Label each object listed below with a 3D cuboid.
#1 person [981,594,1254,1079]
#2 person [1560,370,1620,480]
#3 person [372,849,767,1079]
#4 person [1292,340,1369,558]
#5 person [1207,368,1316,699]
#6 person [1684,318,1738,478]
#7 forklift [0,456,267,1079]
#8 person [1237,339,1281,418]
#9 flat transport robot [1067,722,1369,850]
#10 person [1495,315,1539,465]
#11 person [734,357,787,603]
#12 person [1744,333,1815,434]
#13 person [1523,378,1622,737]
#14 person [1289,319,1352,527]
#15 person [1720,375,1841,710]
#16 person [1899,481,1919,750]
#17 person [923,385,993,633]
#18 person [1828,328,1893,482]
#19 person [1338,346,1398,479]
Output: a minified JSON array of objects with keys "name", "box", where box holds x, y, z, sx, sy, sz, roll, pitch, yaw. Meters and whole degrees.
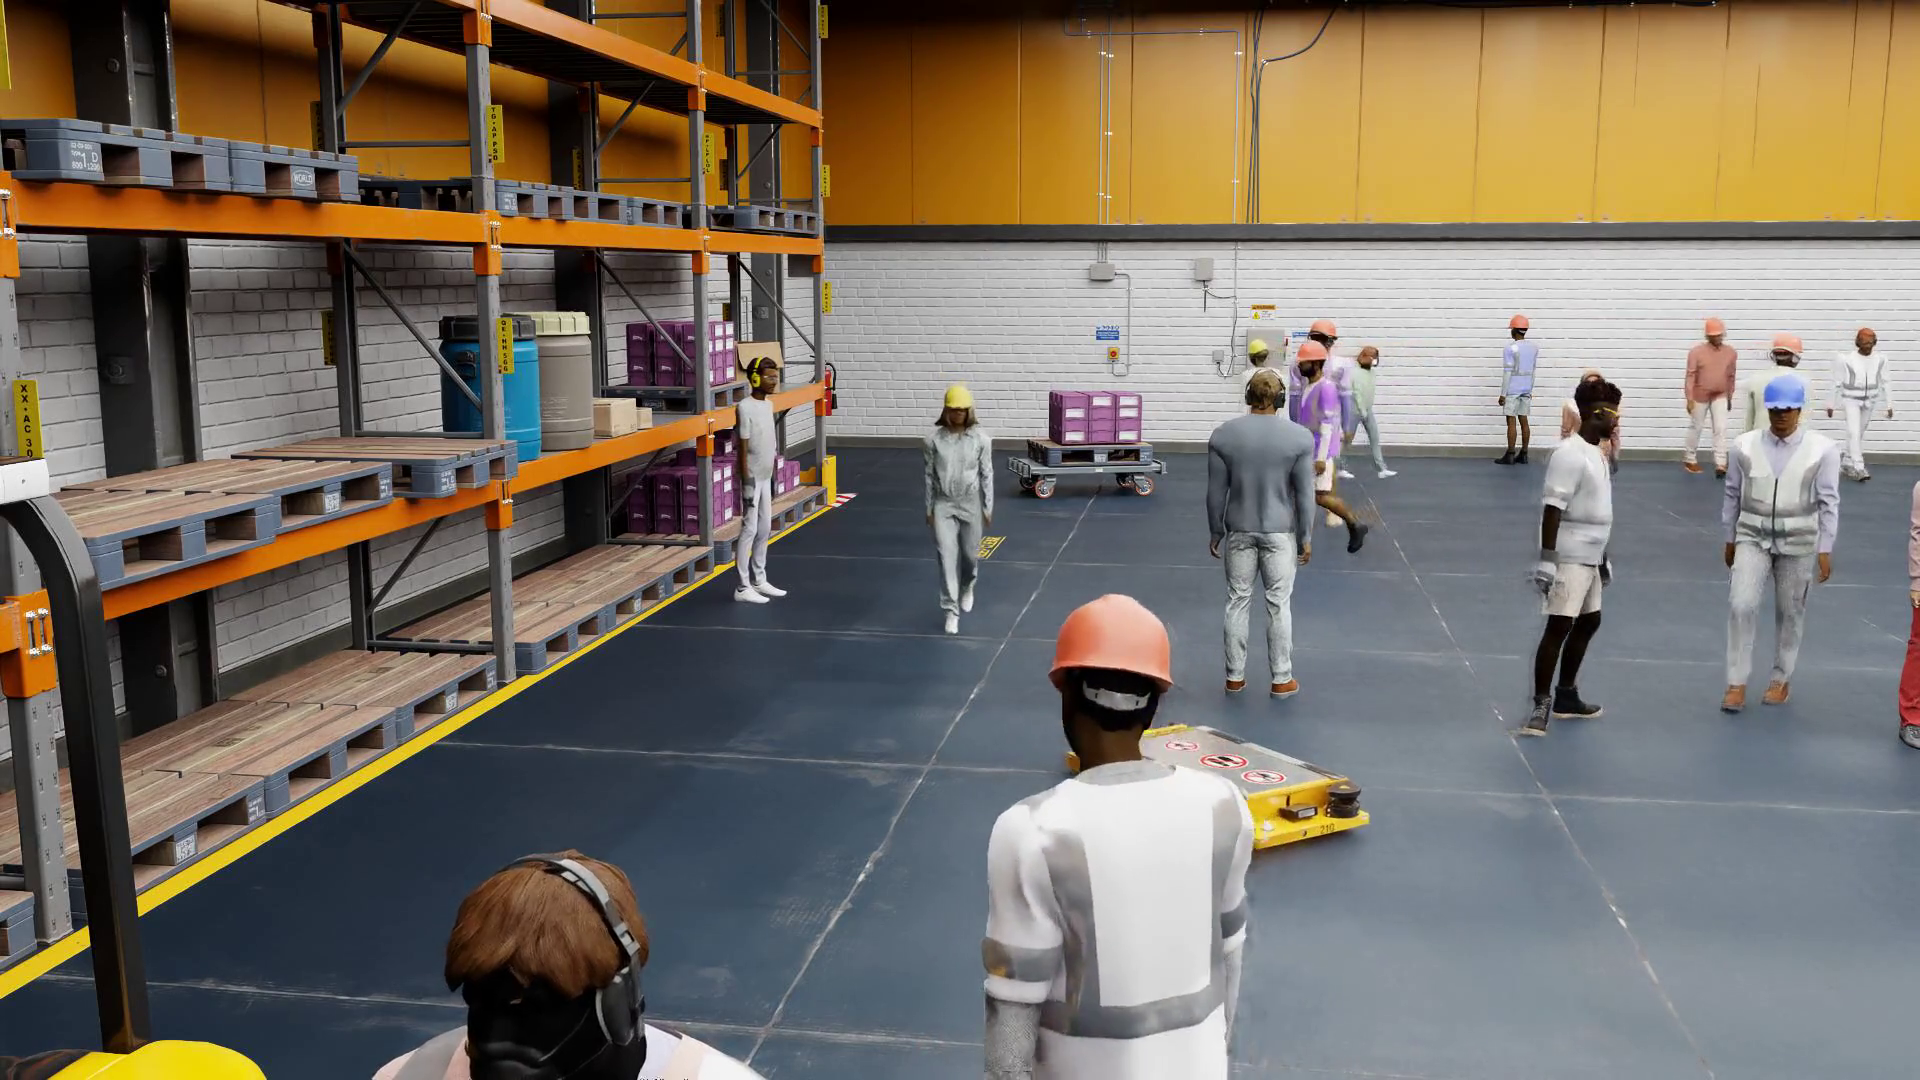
[{"name":"person","box":[0.286,1.052,3.169,0.573,1.900,0.443,-3,10,-20]},{"name":"person","box":[5.679,-0.736,15.063,0.524,1.619,0.589,1,9,3]},{"name":"person","box":[-0.466,1.267,2.046,0.627,1.843,0.429,2,9,12]},{"name":"person","box":[3.155,-0.781,14.440,0.773,1.918,0.544,-2,10,-15]},{"name":"person","box":[1.763,-0.033,9.766,0.633,1.938,0.356,3,10,20]},{"name":"person","box":[9.134,-1.729,20.230,0.658,1.922,1.040,1,9,4]},{"name":"forklift","box":[-2.328,0.975,2.765,2.313,2.155,1.214,1,9,9]},{"name":"person","box":[3.319,-1.338,18.360,0.544,1.751,0.457,-5,10,-26]},{"name":"flat transport robot","box":[1.177,1.113,7.827,0.652,0.197,1.431,-5,11,-30]},{"name":"person","box":[7.194,-1.938,21.521,0.545,1.938,0.361,-5,10,-28]},{"name":"person","box":[-1.531,-0.454,12.632,0.319,1.856,0.515,3,10,20]},{"name":"person","box":[7.161,-0.808,14.465,0.956,1.954,0.639,-6,11,-35]},{"name":"person","box":[3.340,0.093,9.089,0.360,1.930,0.794,6,11,35]},{"name":"person","box":[3.524,-1.138,16.289,0.605,2.035,0.392,4,10,22]},{"name":"person","box":[4.616,0.033,9.420,0.621,1.917,0.792,6,11,33]},{"name":"person","box":[5.228,0.222,8.725,0.523,1.769,0.314,-1,9,-5]},{"name":"person","box":[-0.014,-0.250,11.777,0.486,1.723,0.760,0,9,-1]},{"name":"person","box":[10.814,-1.628,19.961,0.633,1.829,1.027,1,9,4]},{"name":"person","box":[4.887,-1.509,19.914,0.503,1.592,0.836,-7,11,-36]}]
